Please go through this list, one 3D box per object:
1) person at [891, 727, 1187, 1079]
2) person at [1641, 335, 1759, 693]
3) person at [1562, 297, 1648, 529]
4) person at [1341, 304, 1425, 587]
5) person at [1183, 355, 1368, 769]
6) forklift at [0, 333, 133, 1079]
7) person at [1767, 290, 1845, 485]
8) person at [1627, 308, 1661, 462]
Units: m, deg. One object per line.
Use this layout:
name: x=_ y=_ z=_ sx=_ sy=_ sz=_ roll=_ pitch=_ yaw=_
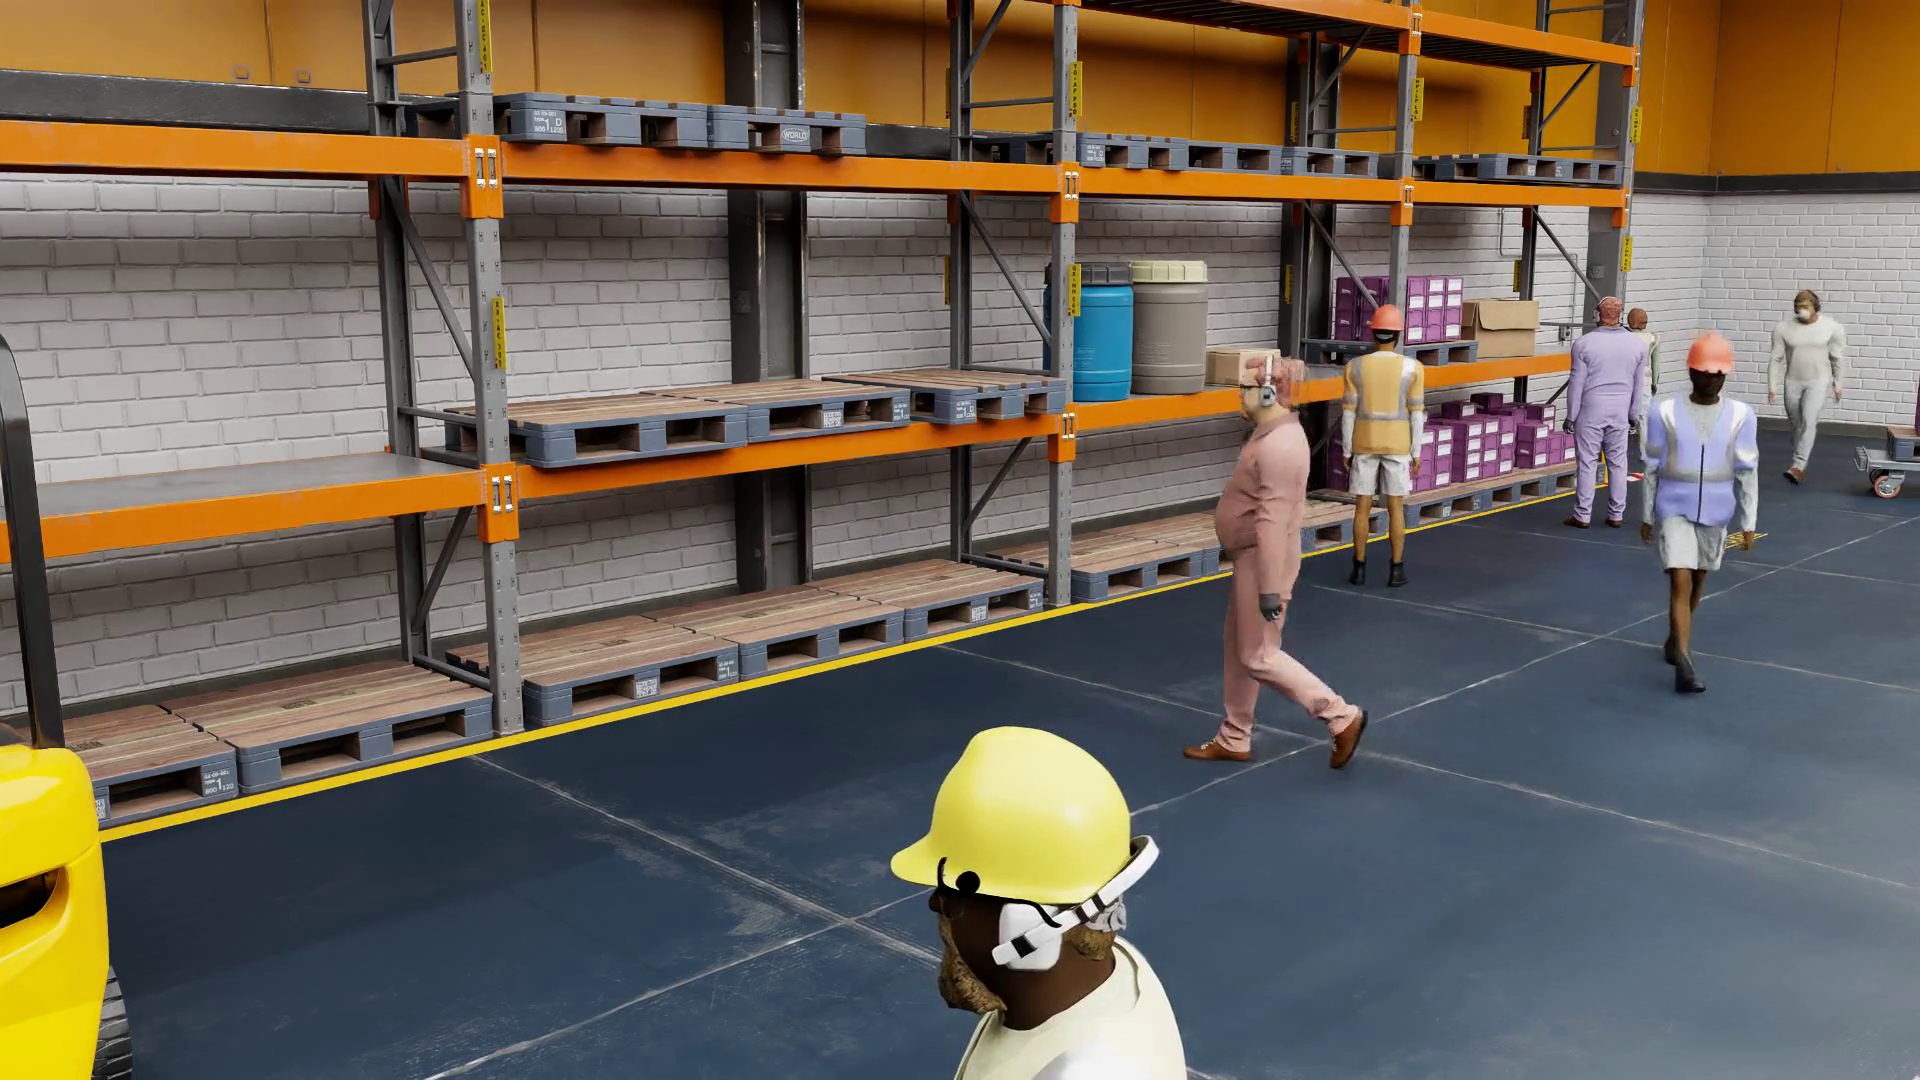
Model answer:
person: x=0.100 y=1.123 z=2.088 sx=0.403 sy=1.830 sz=0.600 roll=1 pitch=10 yaw=3
person: x=3.981 y=-0.162 z=8.981 sx=0.558 sy=1.882 sz=1.051 roll=3 pitch=11 yaw=14
person: x=5.277 y=-1.042 z=13.691 sx=0.654 sy=1.906 sz=0.408 roll=-1 pitch=10 yaw=-5
person: x=2.899 y=-0.643 z=11.435 sx=0.551 sy=1.934 sz=0.373 roll=3 pitch=11 yaw=16
person: x=1.423 y=0.120 z=7.420 sx=0.749 sy=1.886 sz=0.650 roll=2 pitch=11 yaw=12
forklift: x=-3.289 y=0.485 z=4.582 sx=1.214 sy=2.155 sz=2.313 roll=-10 pitch=14 yaw=-44
person: x=8.232 y=-1.490 z=16.220 sx=0.651 sy=1.869 sz=1.085 roll=8 pitch=13 yaw=36
person: x=7.163 y=-1.642 z=17.691 sx=0.520 sy=1.639 sz=0.312 roll=1 pitch=10 yaw=5
